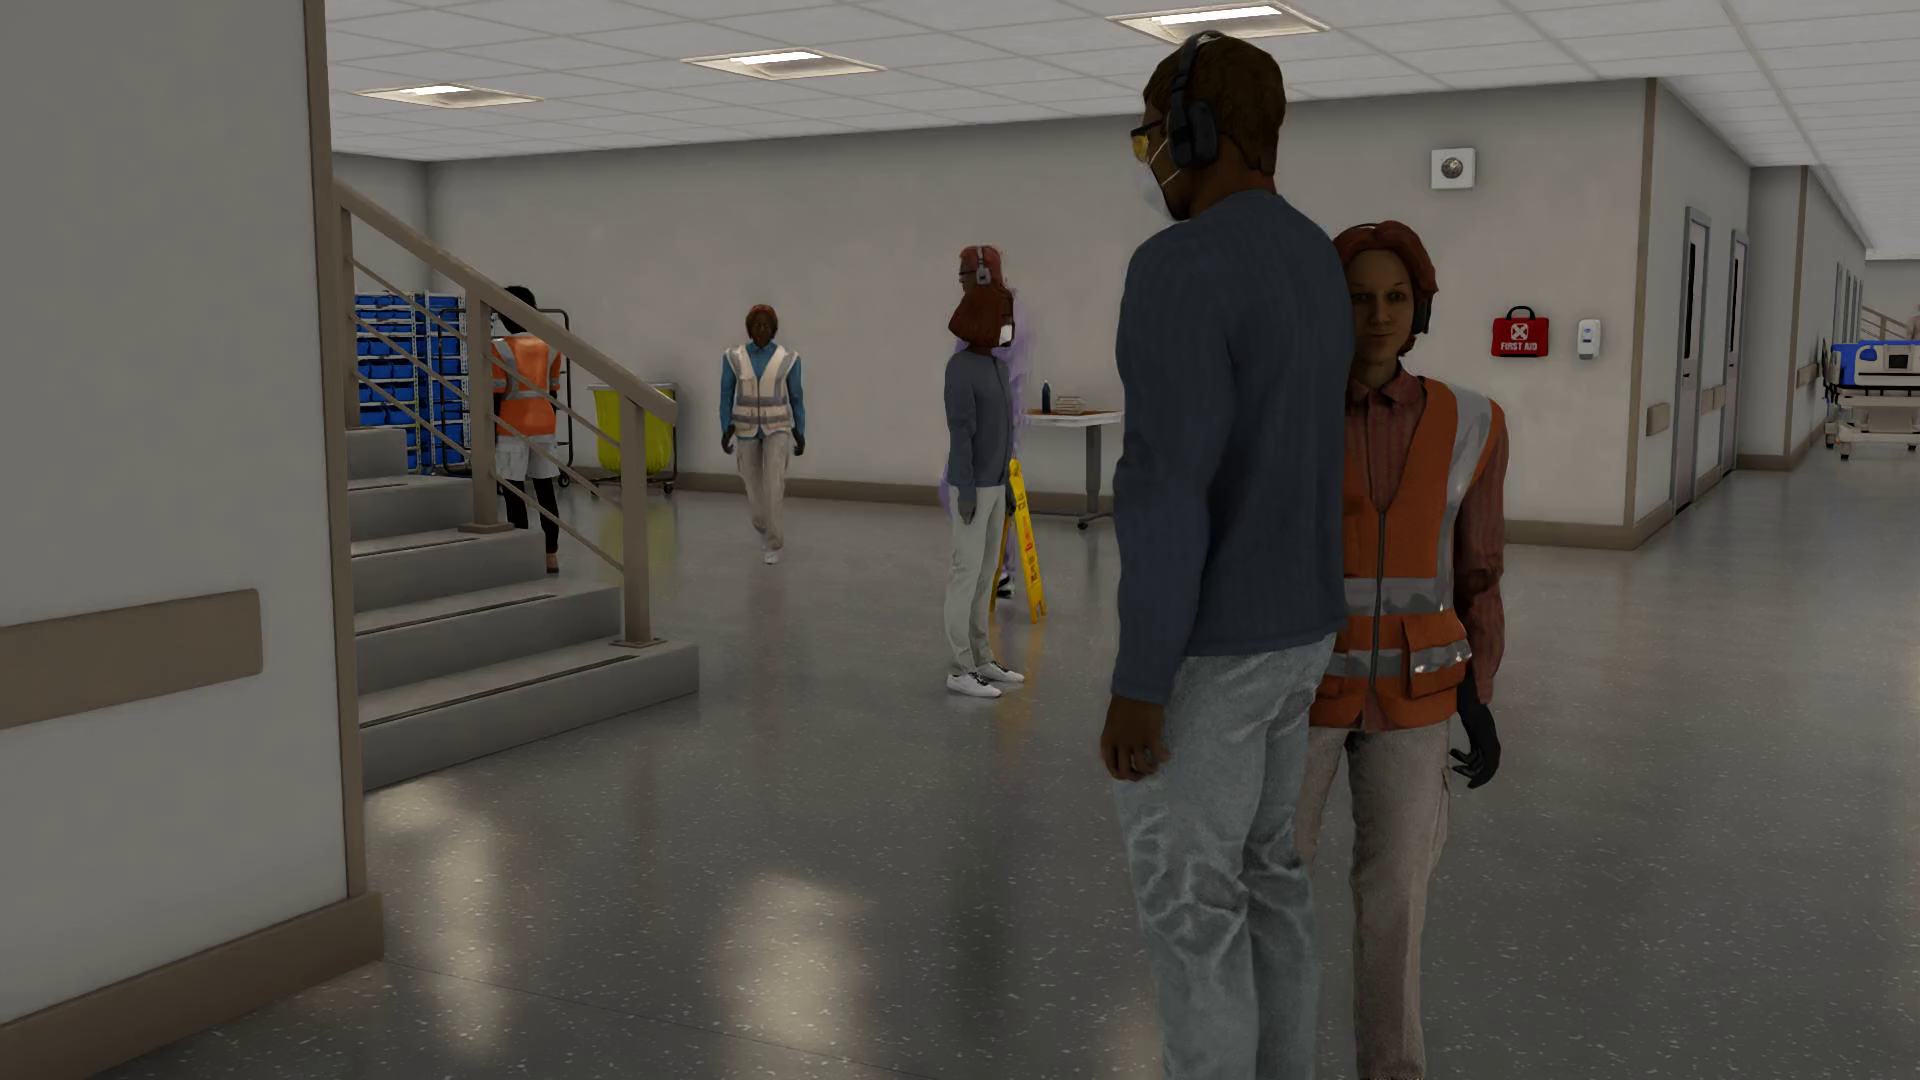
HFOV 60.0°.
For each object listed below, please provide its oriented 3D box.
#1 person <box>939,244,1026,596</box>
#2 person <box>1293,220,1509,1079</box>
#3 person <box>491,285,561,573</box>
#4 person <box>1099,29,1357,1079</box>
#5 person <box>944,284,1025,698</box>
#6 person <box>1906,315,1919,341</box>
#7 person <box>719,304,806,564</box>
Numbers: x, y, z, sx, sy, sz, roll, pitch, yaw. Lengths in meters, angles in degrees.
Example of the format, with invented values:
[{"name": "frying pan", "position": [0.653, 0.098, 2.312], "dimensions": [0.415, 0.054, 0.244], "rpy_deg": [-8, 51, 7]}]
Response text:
[{"name": "person", "position": [0.115, -0.622, 8.883], "dimensions": [0.451, 1.888, 0.682], "rpy_deg": [1, 8, 11]}, {"name": "person", "position": [0.672, 0.291, 2.840], "dimensions": [0.514, 1.641, 0.315], "rpy_deg": [0, 7, -2]}, {"name": "person", "position": [-2.542, -0.624, 9.663], "dimensions": [0.318, 1.699, 0.534], "rpy_deg": [5, 9, 35]}, {"name": "person", "position": [0.421, 0.174, 2.654], "dimensions": [0.375, 1.929, 0.639], "rpy_deg": [5, 9, 32]}, {"name": "person", "position": [0.090, -0.200, 6.650], "dimensions": [0.289, 1.633, 0.498], "rpy_deg": [3, 8, 21]}, {"name": "person", "position": [20.079, -4.002, 34.631], "dimensions": [0.659, 1.956, 0.779], "rpy_deg": [-1, 7, -6]}, {"name": "person", "position": [-1.231, -0.681, 10.491], "dimensions": [0.531, 1.610, 0.788], "rpy_deg": [0, 7, 2]}]
